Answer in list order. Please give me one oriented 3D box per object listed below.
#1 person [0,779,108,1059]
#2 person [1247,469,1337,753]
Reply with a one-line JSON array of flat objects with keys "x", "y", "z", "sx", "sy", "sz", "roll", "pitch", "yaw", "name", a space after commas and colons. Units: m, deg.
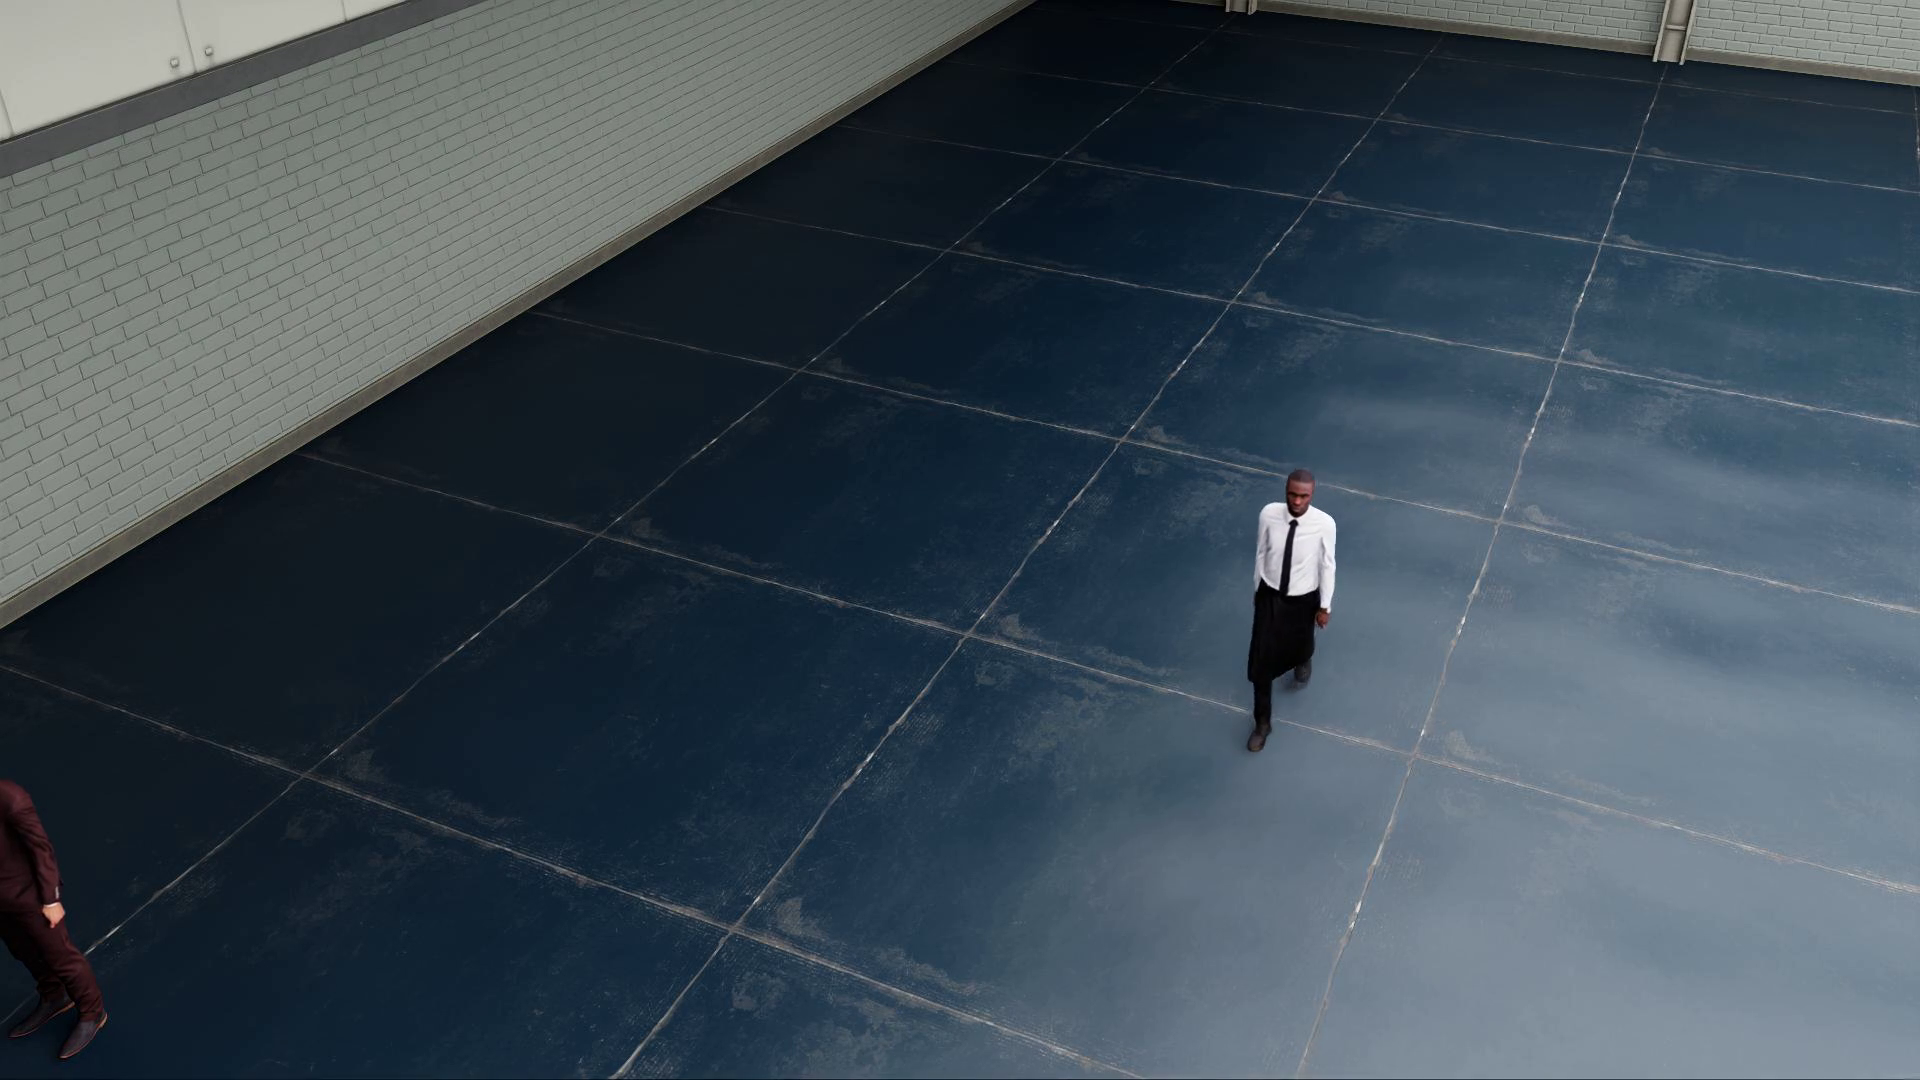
[{"x": -4.467, "y": 1.639, "z": 7.870, "sx": 0.508, "sy": 1.864, "sz": 0.746, "roll": 13, "pitch": 35, "yaw": 20, "name": "person"}, {"x": 2.007, "y": 0.329, "z": 10.004, "sx": 1.115, "sy": 1.802, "sz": 0.720, "roll": 12, "pitch": 34, "yaw": 19, "name": "person"}]
